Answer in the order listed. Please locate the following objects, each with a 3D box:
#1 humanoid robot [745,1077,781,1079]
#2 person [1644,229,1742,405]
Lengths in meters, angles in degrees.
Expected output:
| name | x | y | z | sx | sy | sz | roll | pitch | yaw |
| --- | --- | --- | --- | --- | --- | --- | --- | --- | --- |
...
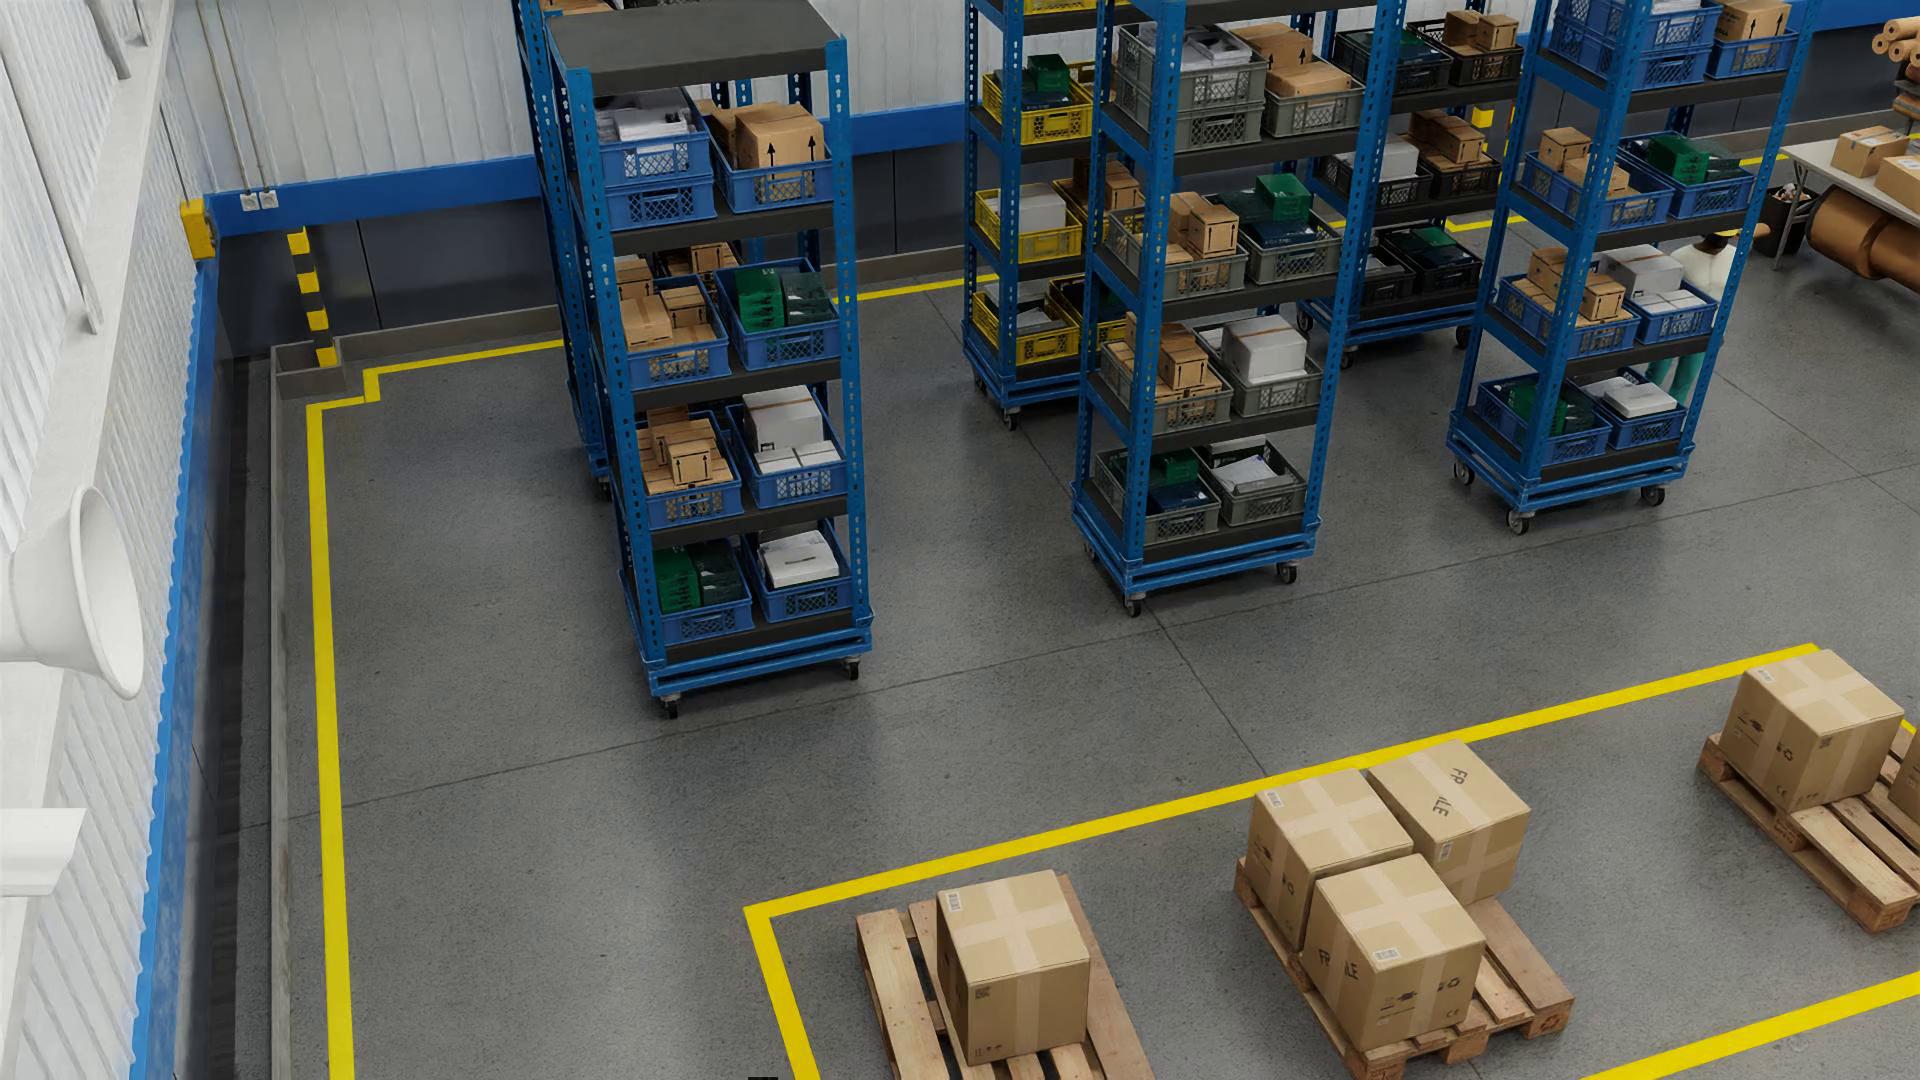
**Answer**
| name | x | y | z | sx | sy | sz | roll | pitch | yaw |
| --- | --- | --- | --- | --- | --- | --- | --- | --- | --- |
| humanoid robot | -0.574 | 2.321 | 5.550 | 0.443 | 1.643 | 0.646 | 14 | 38 | 19 |
| person | 4.672 | -1.345 | 10.663 | 0.527 | 1.768 | 0.311 | -5 | 36 | -8 |
